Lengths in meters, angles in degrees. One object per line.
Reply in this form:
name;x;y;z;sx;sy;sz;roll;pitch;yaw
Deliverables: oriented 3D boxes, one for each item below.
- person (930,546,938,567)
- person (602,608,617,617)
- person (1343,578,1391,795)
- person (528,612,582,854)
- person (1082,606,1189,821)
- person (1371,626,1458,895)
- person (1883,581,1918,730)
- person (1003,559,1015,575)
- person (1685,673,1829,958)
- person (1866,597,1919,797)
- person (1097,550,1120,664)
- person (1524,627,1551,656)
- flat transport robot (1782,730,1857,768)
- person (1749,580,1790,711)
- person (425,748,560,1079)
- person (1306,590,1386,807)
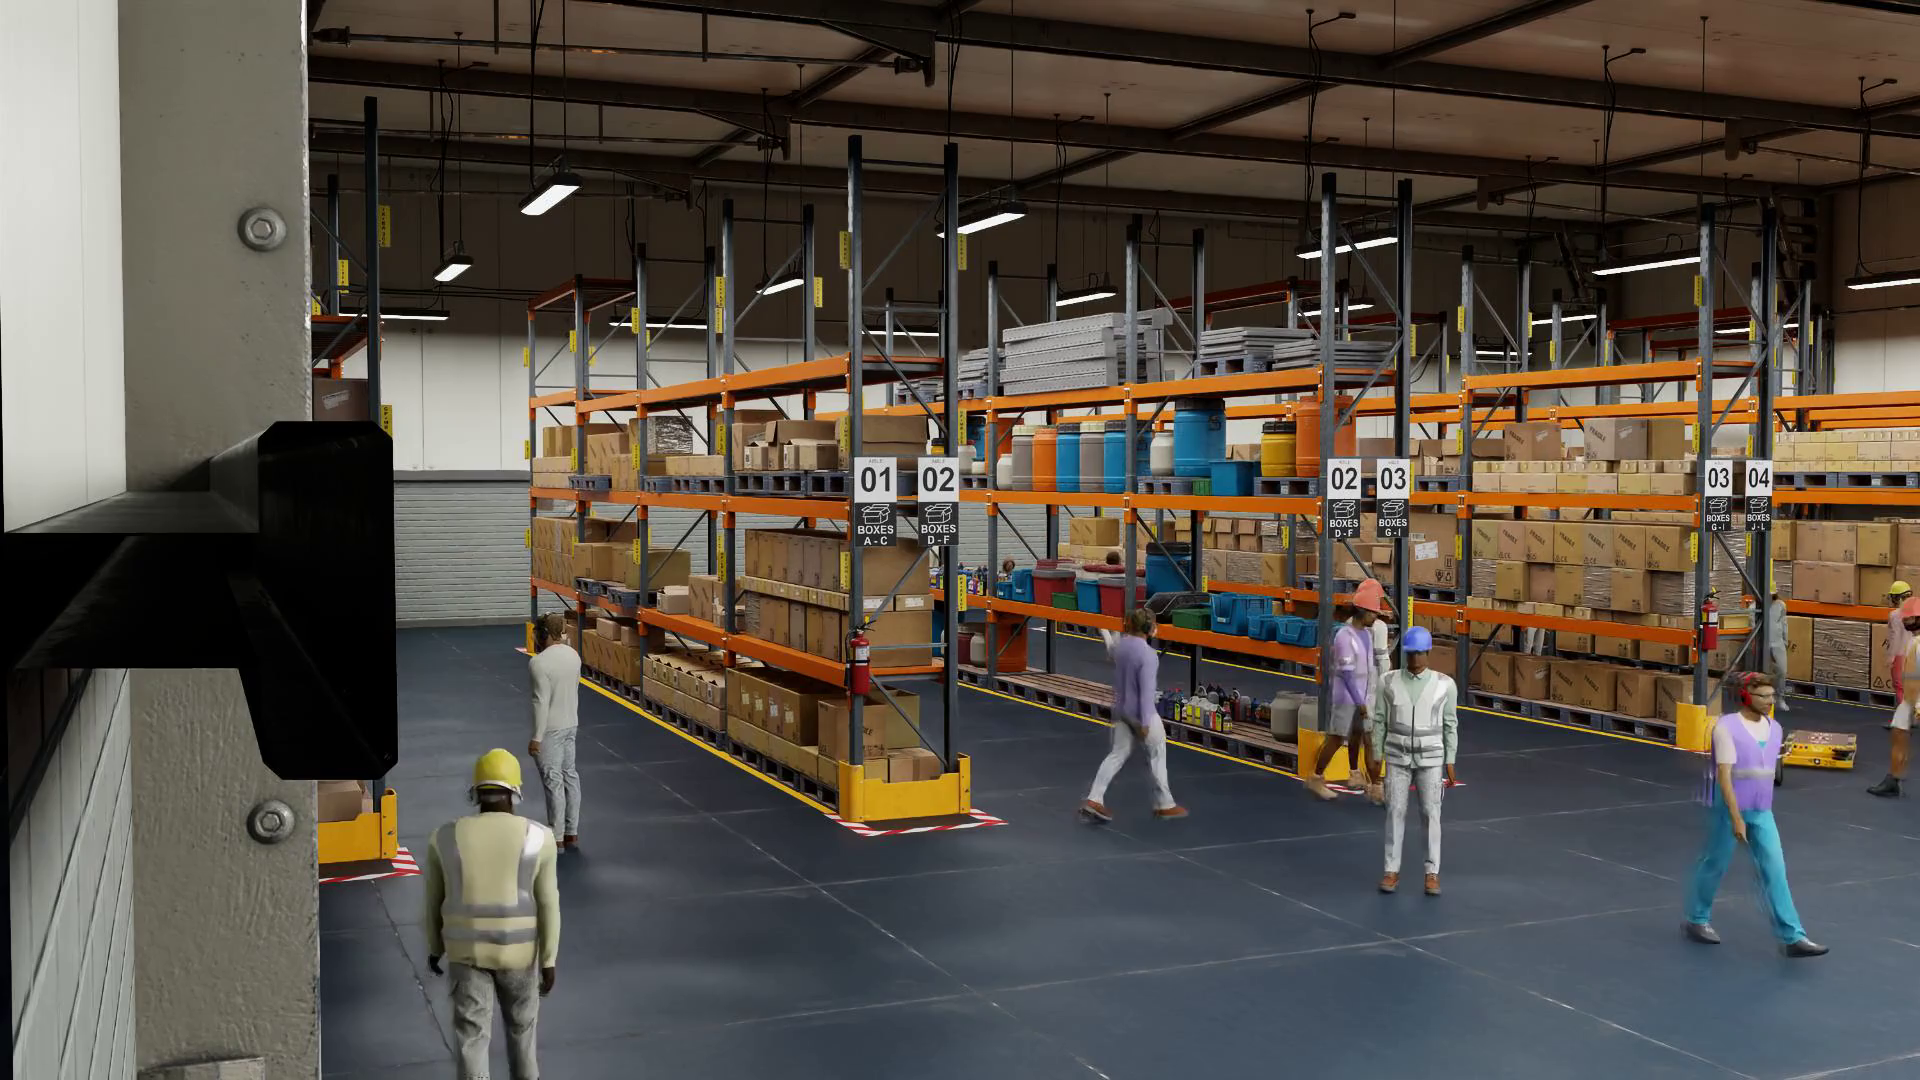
person;-0.458;0.752;34.724;0.409;1.986;0.623;2;3;39
person;-6.246;1.049;31.707;0.431;1.612;0.535;2;3;36
person;3.922;1.391;17.153;0.356;2.047;0.615;-1;2;-25
person;-3.289;1.548;14.479;0.379;1.940;0.629;1;2;19
person;1.518;1.525;15.716;0.991;1.903;0.640;-1;2;-27
person;3.313;1.602;13.086;0.621;1.945;0.427;1;2;19
person;11.188;1.371;21.317;0.533;1.767;0.327;-1;3;-33
person;0.805;1.112;30.387;0.538;1.585;0.725;0;2;-9
person;5.039;1.739;11.447;0.584;1.789;1.007;-1;2;-22
person;9.106;1.482;16.866;0.961;1.901;0.544;0;2;2
person;2.426;1.068;28.480;0.640;1.825;0.618;-1;2;-15
person;8.428;1.248;26.208;0.498;1.634;0.280;-1;2;-27
flat transport robot;9.163;2.214;19.073;0.652;0.197;1.431;1;3;28
person;10.351;1.337;22.908;0.525;1.704;0.510;0;2;4
person;-2.144;1.854;8.247;0.614;1.789;0.865;0;2;-9
person;3.620;1.453;16.576;0.963;1.991;0.602;2;3;44
